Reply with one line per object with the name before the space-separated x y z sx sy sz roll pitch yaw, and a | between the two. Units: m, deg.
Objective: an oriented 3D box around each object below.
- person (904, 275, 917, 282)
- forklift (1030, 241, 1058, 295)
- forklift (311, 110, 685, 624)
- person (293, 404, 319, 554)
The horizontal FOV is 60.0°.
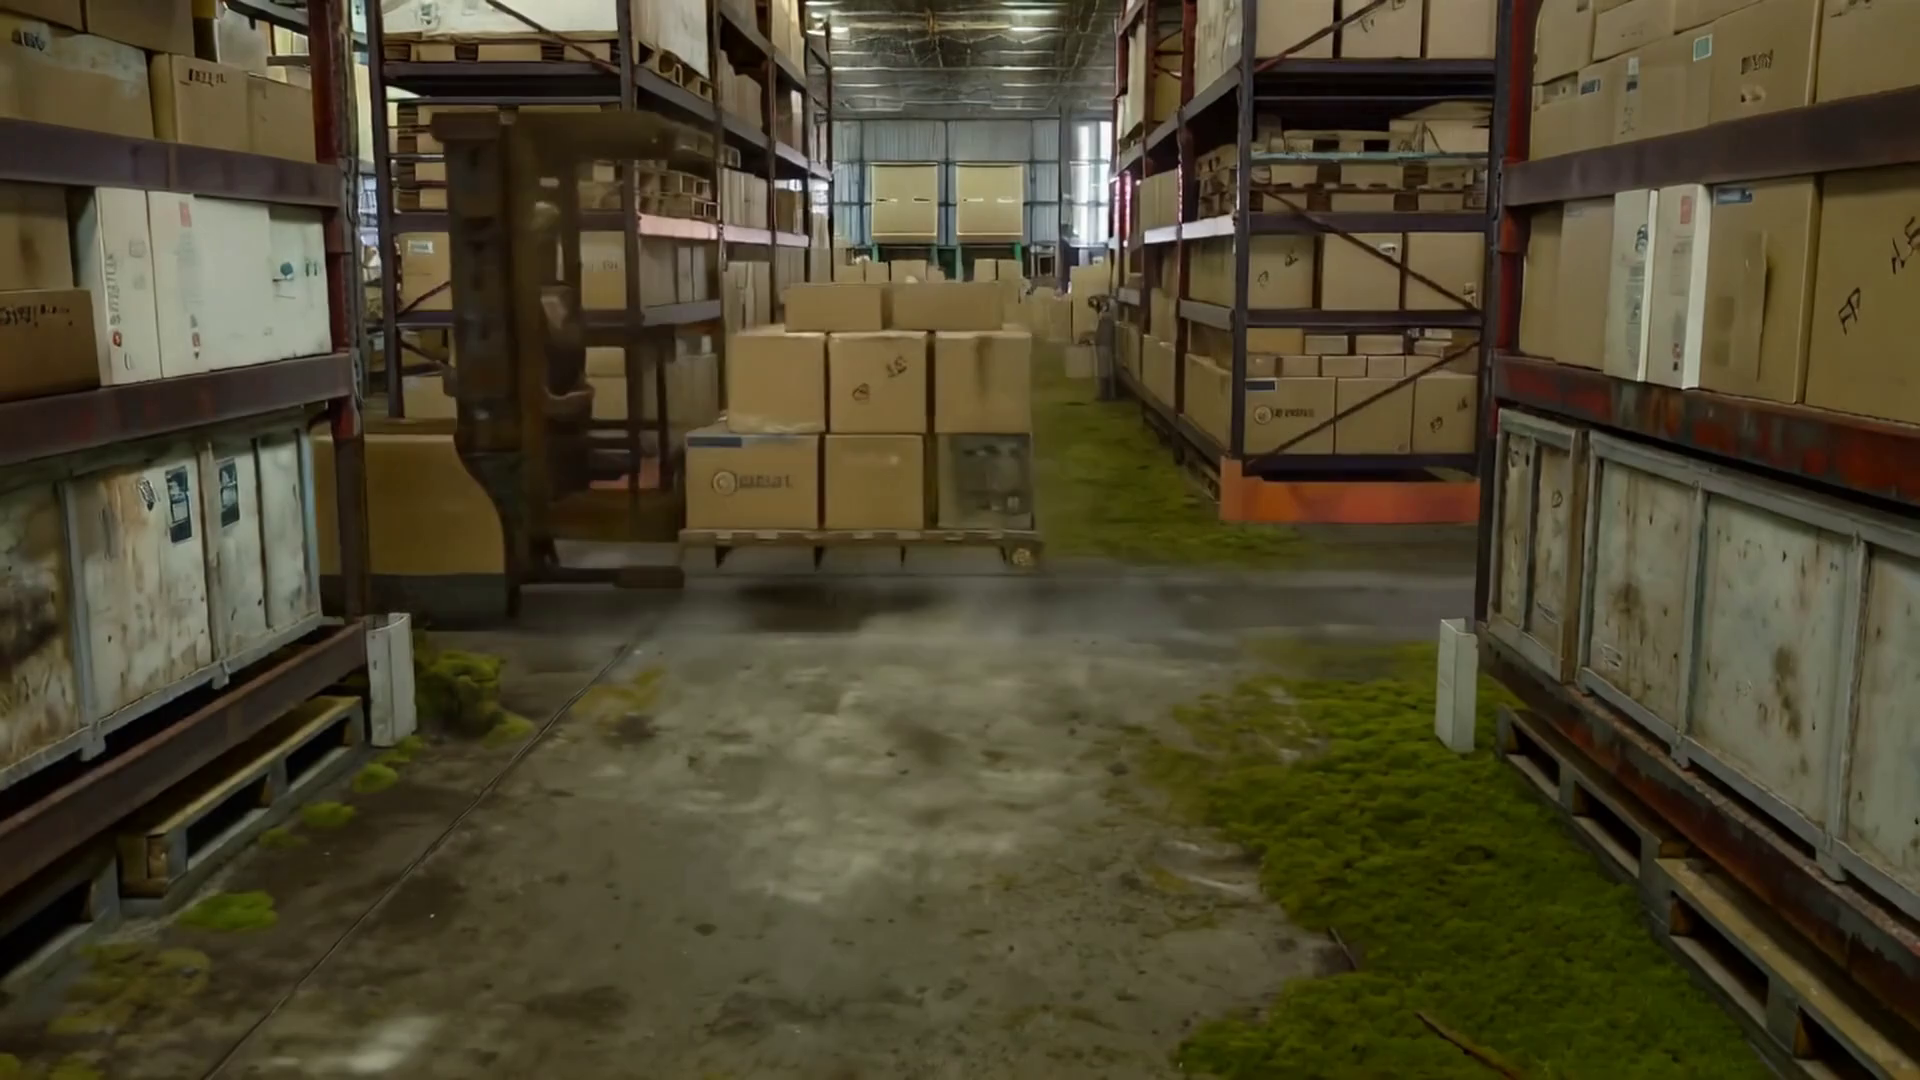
person | -0.777 -3.860 29.914 0.773 1.820 0.637 6 11 33
forklift | 3.226 -10.111 64.124 1.129 2.768 1.873 0 9 1
forklift | -2.630 -0.986 9.468 1.873 2.768 1.129 0 9 0
person | -4.700 -0.718 11.404 0.540 1.695 0.317 3 10 18
